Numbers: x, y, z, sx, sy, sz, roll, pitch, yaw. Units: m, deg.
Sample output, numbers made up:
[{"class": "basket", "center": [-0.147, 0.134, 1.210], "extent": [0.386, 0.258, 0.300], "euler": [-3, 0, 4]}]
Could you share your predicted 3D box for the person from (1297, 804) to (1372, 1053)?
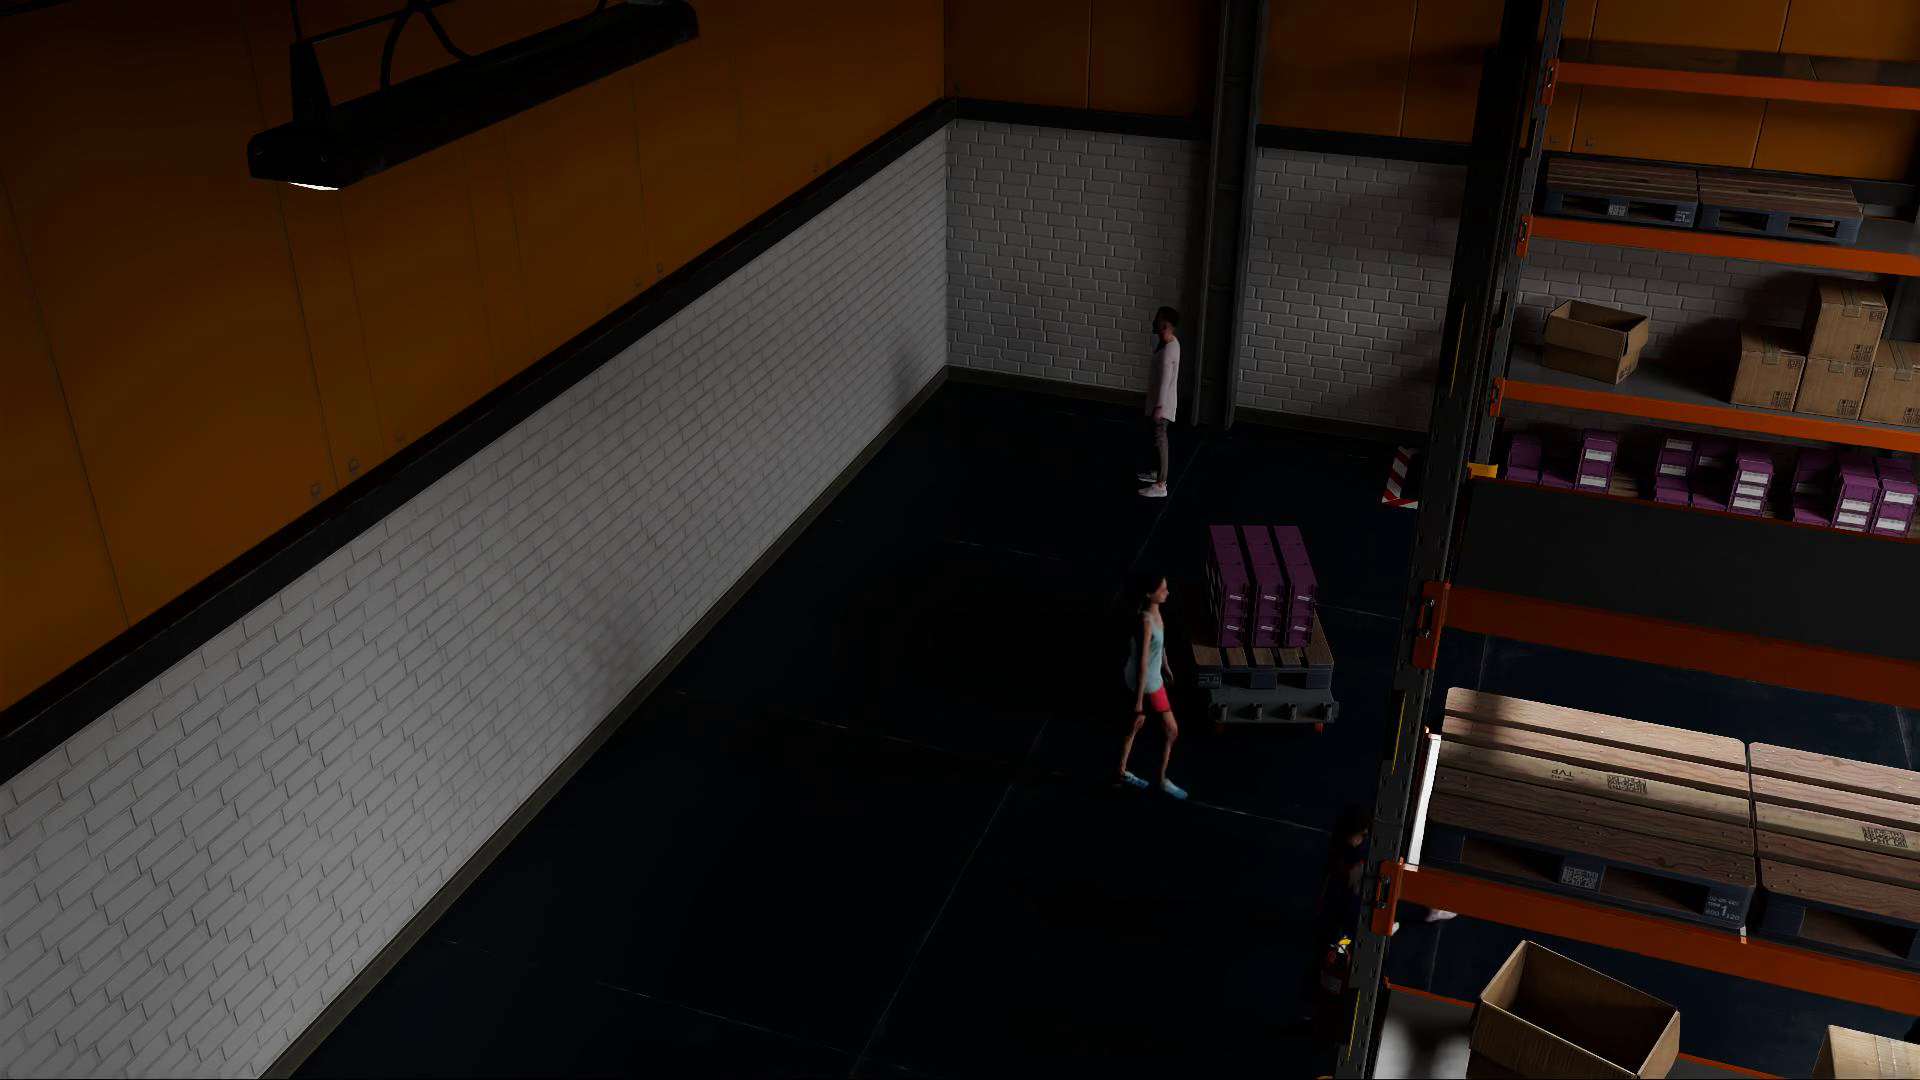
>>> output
[{"class": "person", "center": [2.178, 2.156, 9.147], "extent": [0.751, 1.744, 0.764], "euler": [1, 29, 2]}]

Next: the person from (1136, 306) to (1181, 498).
[{"class": "person", "center": [1.860, -1.297, 15.377], "extent": [0.649, 1.841, 0.719], "euler": [3, 29, 5]}]

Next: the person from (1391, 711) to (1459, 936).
[{"class": "person", "center": [2.714, 1.763, 9.927], "extent": [1.103, 1.688, 1.043], "euler": [-14, 32, -25]}]

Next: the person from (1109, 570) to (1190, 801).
[{"class": "person", "center": [1.171, 0.972, 11.311], "extent": [0.842, 1.751, 0.681], "euler": [3, 29, 5]}]
